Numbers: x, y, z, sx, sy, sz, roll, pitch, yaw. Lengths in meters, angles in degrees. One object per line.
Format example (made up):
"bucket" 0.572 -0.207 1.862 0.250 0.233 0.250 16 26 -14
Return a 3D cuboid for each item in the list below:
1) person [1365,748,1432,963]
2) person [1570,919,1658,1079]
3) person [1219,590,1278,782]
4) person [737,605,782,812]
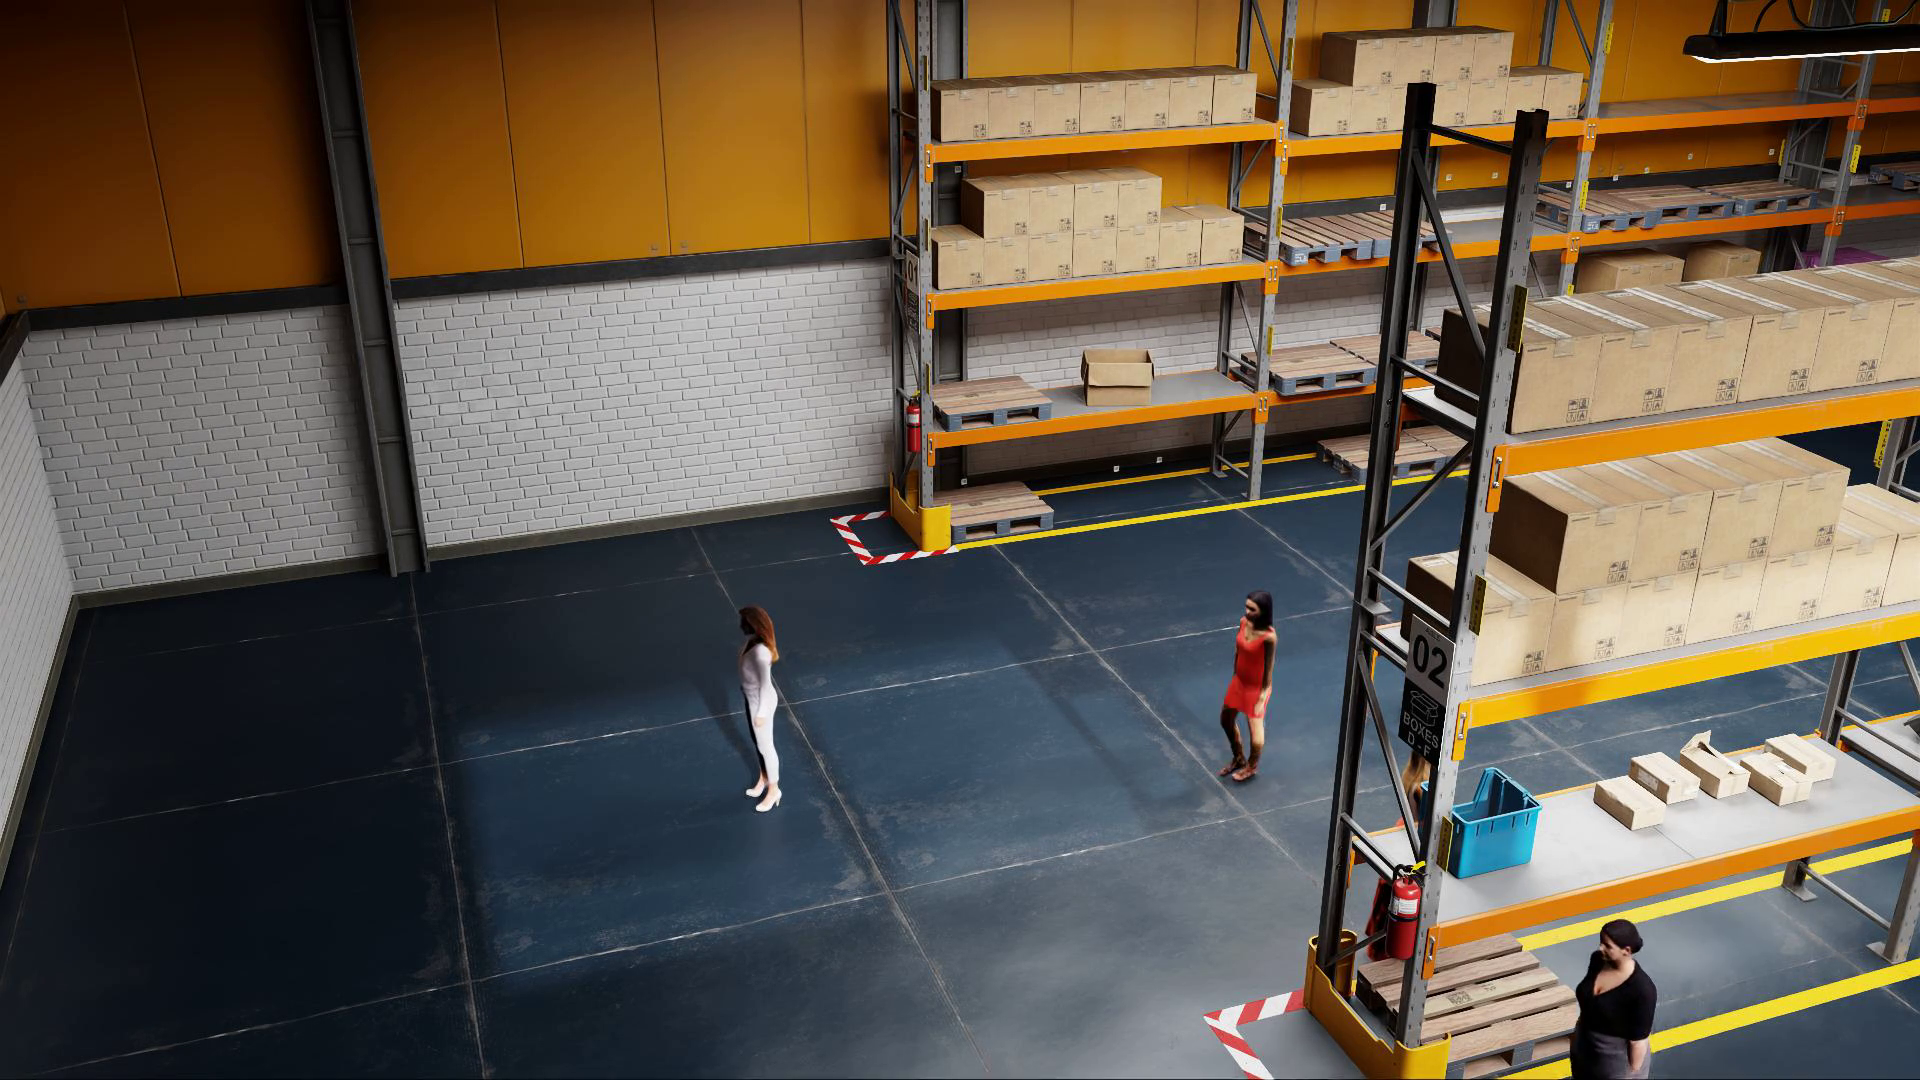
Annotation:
"person" 3.024 2.077 11.190 0.759 1.800 0.730 5 24 11
"person" 3.749 2.889 9.411 0.835 1.738 0.682 -8 25 -17
"person" 2.409 1.162 13.396 0.666 1.710 0.685 -16 28 -32
"person" -1.563 1.298 13.014 0.518 1.767 0.570 -9 25 -19
